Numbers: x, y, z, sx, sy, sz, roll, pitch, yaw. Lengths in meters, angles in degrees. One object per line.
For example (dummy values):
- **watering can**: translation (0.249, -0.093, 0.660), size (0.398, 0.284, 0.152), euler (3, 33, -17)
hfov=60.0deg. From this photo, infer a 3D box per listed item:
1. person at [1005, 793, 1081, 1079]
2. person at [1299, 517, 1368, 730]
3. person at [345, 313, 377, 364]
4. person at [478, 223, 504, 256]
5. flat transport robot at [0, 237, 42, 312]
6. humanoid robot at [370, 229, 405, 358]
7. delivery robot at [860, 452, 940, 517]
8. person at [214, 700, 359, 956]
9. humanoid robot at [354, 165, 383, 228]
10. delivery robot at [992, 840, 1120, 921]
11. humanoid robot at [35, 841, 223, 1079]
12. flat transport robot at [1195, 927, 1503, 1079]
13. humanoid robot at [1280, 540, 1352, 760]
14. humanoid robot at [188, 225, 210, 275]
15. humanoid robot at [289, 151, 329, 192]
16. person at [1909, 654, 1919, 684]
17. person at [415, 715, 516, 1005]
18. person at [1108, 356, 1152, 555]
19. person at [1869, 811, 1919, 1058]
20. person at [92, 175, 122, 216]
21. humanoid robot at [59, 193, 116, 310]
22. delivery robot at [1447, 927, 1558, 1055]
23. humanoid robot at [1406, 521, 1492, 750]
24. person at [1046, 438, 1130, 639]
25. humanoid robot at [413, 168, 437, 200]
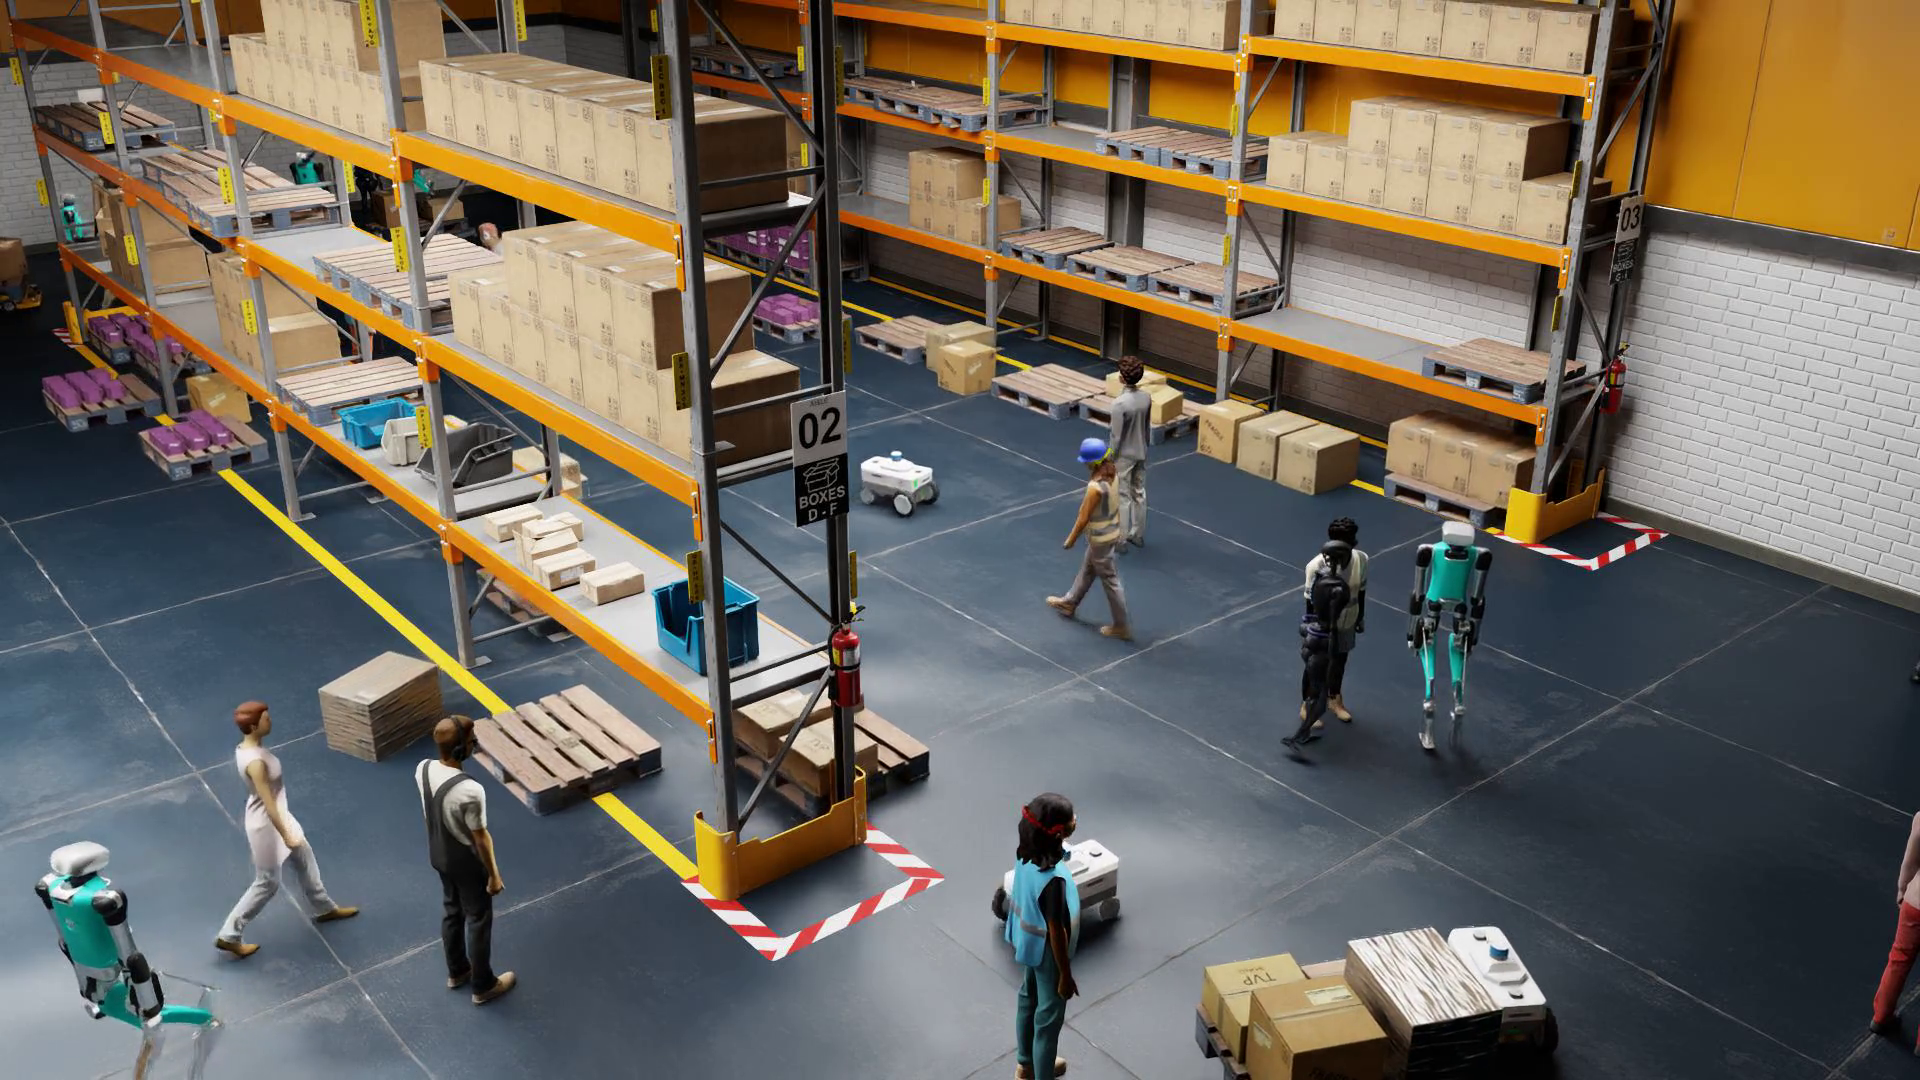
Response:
- **person**: translation (0.450, 2.147, 8.661), size (0.391, 1.865, 0.517), euler (-7, 24, -16)
- **person**: translation (2.793, 0.606, 12.441), size (0.533, 1.693, 0.320), euler (-9, 25, -20)
- **person**: translation (-7.154, -2.638, 19.878), size (0.497, 1.759, 0.345), euler (21, 31, 40)
- **person**: translation (-5.601, -2.963, 20.501), size (0.427, 1.867, 0.761), euler (-21, 31, -40)
- **flat transport robot**: translation (-13.775, -3.376, 23.460), size (1.431, 0.231, 0.659), euler (-10, 25, -23)
- **humanoid robot**: translation (-7.314, -3.128, 21.094), size (0.599, 1.657, 0.315), euler (2, 23, 4)
- **delivery robot**: translation (-0.615, -0.576, 16.636), size (0.805, 0.609, 0.499), euler (14, 27, 30)
- **person**: translation (-4.152, 1.713, 9.951), size (0.792, 1.625, 0.450), euler (-8, 25, -19)
- **humanoid robot**: translation (-9.965, -6.081, 27.933), size (0.599, 1.655, 0.315), euler (15, 27, 30)
- **delivery robot**: translation (0.616, 2.153, 10.285), size (0.765, 0.585, 0.499), euler (-15, 27, -31)
- **humanoid robot**: translation (-4.206, 2.254, 8.567), size (0.559, 1.788, 0.727), euler (10, 25, 21)
- **flat transport robot**: translation (1.970, 2.924, 8.872), size (0.659, 0.231, 1.431), euler (-6, 24, -13)
- **humanoid robot**: translation (2.575, 0.769, 12.092), size (0.438, 1.649, 0.601), euler (0, 23, 0)
- **humanoid robot**: translation (-11.211, -4.501, 24.355), size (0.662, 1.652, 0.597), euler (8, 25, 17)
- **humanoid robot**: translation (-9.969, -5.246, 25.988), size (0.537, 1.752, 1.032), euler (4, 24, 9)
- **person**: translation (7.805, 0.262, 12.955), size (0.546, 1.924, 0.382), euler (14, 27, 29)
- **person**: translation (-2.813, 1.820, 9.461), size (0.520, 1.834, 0.363), euler (15, 27, 31)
- **person**: translation (1.564, -0.784, 15.404), size (0.531, 1.900, 0.395), euler (-19, 30, -37)
- **person**: translation (5.382, 2.018, 9.093), size (0.336, 1.756, 0.516), euler (-18, 29, -36)
- **person**: translation (-12.683, -4.881, 24.984), size (0.580, 1.827, 0.919), euler (-22, 31, -40)
- **humanoid robot**: translation (-11.821, -3.858, 22.747), size (0.681, 1.804, 0.530), euler (-13, 27, -28)
- **delivery robot**: translation (3.026, 2.555, 9.390), size (0.499, 0.614, 0.790), euler (-2, 23, -5)
- **humanoid robot**: translation (3.509, 0.805, 11.986), size (0.540, 1.851, 0.668), euler (2, 23, 5)
- **person**: translation (1.086, -0.028, 13.867), size (0.863, 1.727, 0.454), euler (10, 25, 22)
- **humanoid robot**: translation (-9.190, -6.311, 28.513), size (0.890, 1.844, 0.559), euler (3, 24, 7)
